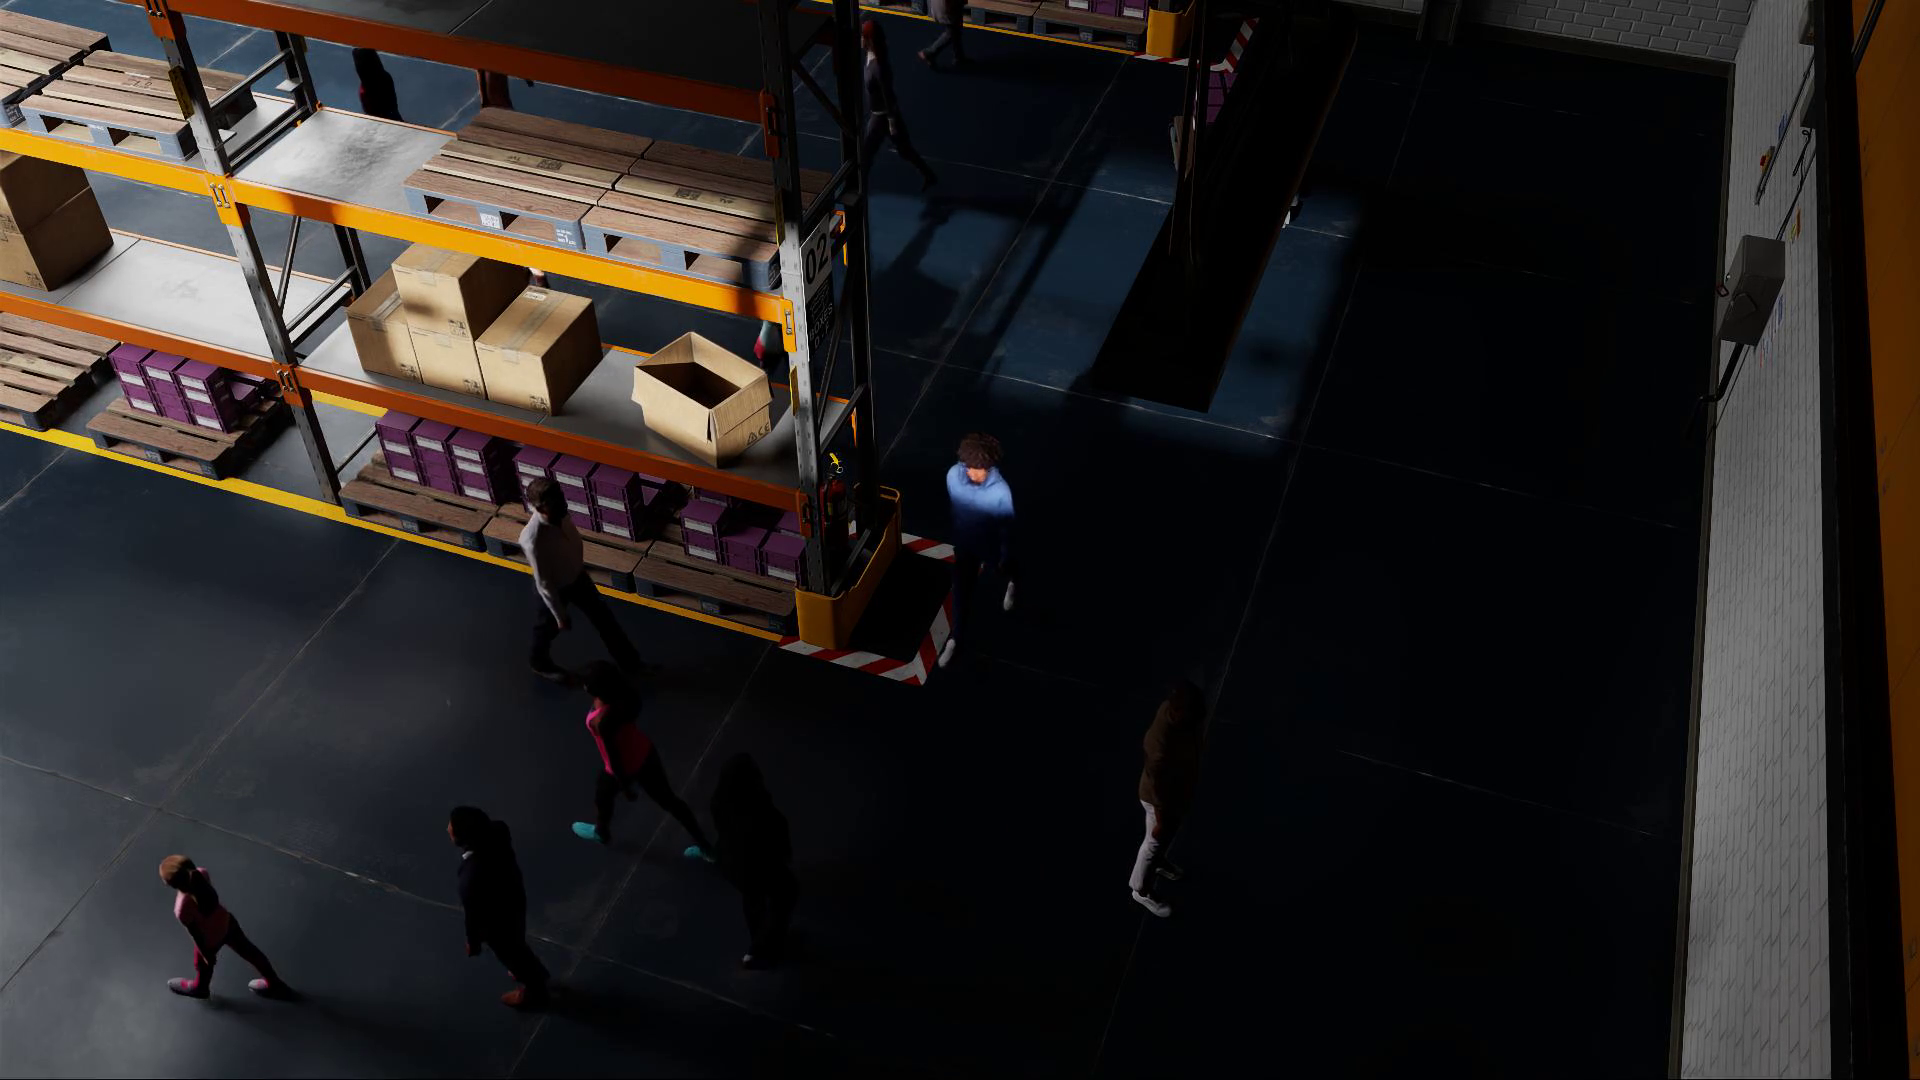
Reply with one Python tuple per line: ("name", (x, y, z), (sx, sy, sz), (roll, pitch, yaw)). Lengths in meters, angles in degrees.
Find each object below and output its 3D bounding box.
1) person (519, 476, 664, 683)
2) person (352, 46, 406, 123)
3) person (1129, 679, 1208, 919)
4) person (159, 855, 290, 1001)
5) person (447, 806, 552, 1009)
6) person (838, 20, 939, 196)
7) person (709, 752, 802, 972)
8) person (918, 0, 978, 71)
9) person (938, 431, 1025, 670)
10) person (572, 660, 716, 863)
("person", (-2.627, 0.284, 10.604), (1.153, 1.768, 0.712), (11, 45, 12))
("person", (-4.975, -3.595, 14.785), (1.027, 1.619, 0.582), (16, 46, 16))
("person", (1.179, 1.415, 9.376), (0.561, 1.825, 0.734), (16, 46, 16))
("person", (-3.997, 2.131, 9.045), (0.904, 1.246, 0.630), (4, 44, 5))
("person", (-2.366, 1.990, 8.853), (0.721, 1.715, 0.726), (-1, 44, -1))
("person", (-0.592, -3.801, 14.921), (1.263, 1.729, 0.995), (-8, 44, -8))
("person", (-1.186, 1.831, 9.105), (0.749, 1.597, 0.812), (29, 51, 27))
("person", (-0.156, -5.505, 16.804), (0.920, 1.599, 0.777), (2, 44, 2))
("person", (0.202, -0.059, 10.970), (1.189, 1.761, 0.849), (20, 47, 19))
("person", (-1.810, 1.321, 9.588), (1.165, 1.670, 0.536), (15, 46, 15))
